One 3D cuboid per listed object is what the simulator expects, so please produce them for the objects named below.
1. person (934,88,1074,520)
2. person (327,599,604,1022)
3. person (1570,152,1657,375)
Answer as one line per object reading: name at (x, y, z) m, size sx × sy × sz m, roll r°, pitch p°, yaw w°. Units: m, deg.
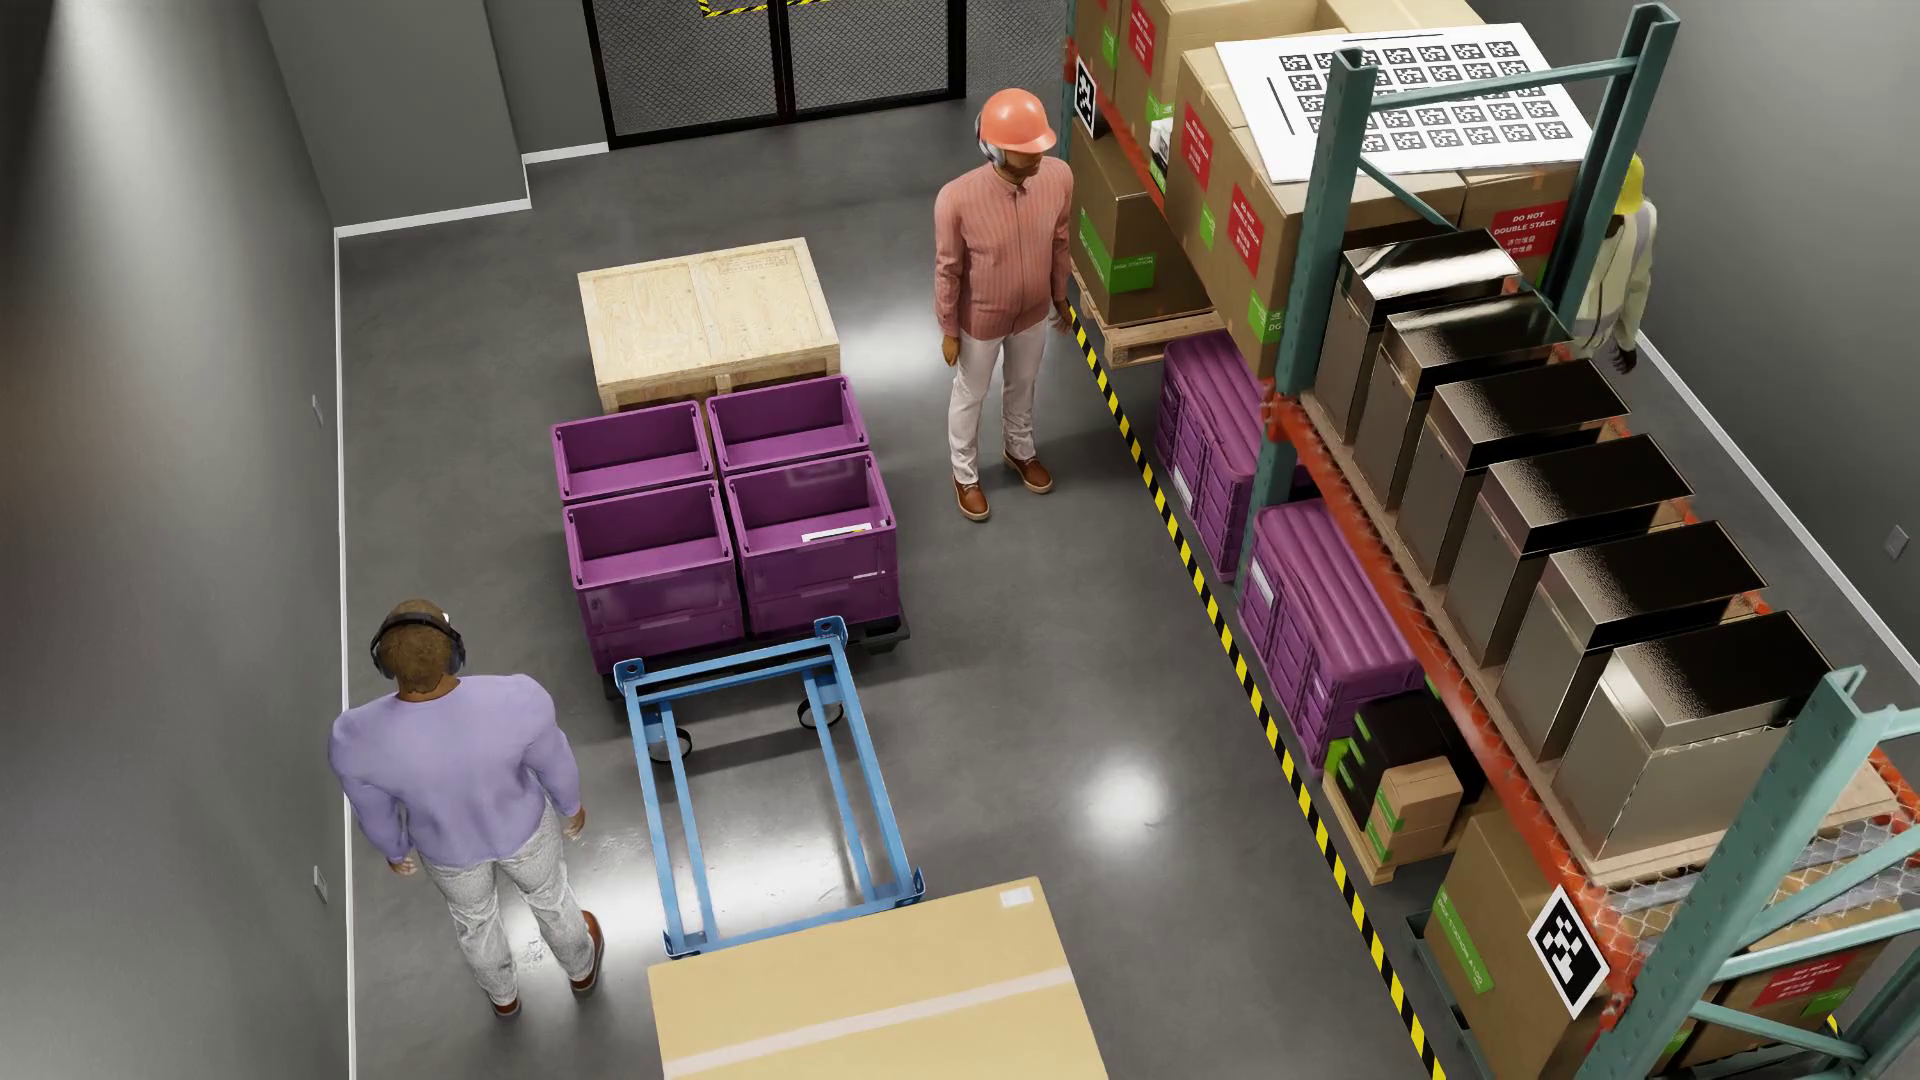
person at (0.183, -0.930, 6.701) m, size 0.610 × 1.997 × 0.373 m, roll -22°, pitch 51°, yaw -19°
person at (-1.462, 0.866, 5.090) m, size 0.638 × 1.938 × 0.357 m, roll -13°, pitch 49°, yaw -12°
person at (2.430, -0.927, 6.838) m, size 0.587 × 1.797 × 0.869 m, roll -13°, pitch 49°, yaw -11°
